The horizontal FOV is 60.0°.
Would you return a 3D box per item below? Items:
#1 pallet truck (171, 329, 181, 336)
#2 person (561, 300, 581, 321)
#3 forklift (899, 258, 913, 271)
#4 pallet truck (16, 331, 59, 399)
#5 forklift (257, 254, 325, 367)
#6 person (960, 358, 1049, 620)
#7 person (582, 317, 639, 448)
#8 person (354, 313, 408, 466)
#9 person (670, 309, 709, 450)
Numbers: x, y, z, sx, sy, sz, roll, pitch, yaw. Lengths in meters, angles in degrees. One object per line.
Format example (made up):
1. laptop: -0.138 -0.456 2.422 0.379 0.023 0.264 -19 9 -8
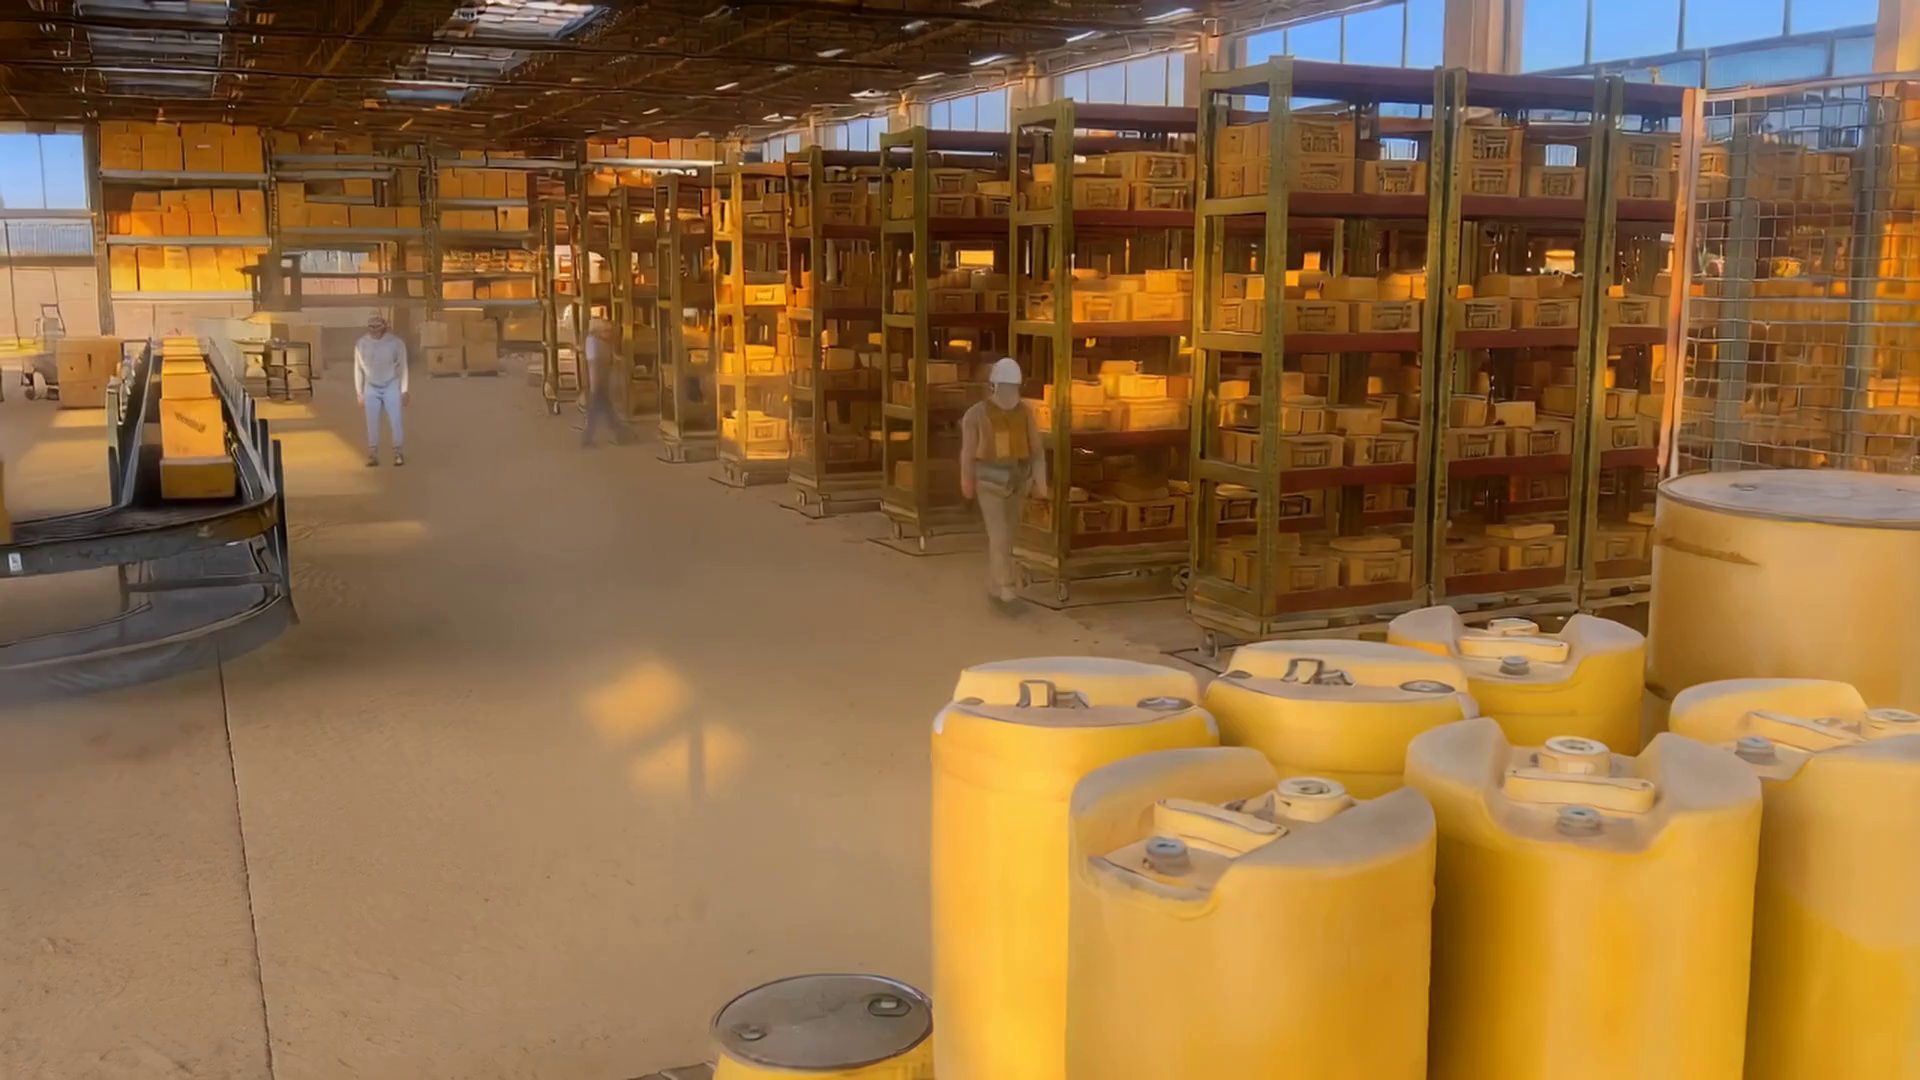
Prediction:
1. pallet truck: -17.275 -3.851 35.096 1.601 1.201 0.680 0 9 1
2. person: -9.420 -5.059 40.416 0.613 1.937 0.416 2 9 14
3. forklift: -1.341 -6.865 48.676 1.873 2.768 1.129 -9 13 -44
4. pallet truck: -17.082 -3.353 31.781 1.630 1.274 0.653 -4 10 -25
5. forklift: -16.221 -5.435 39.807 1.129 2.768 1.873 1 9 8
6. person: 0.374 -0.347 11.555 0.621 1.801 0.821 -5 10 -28
7. person: -4.784 -2.133 22.672 0.948 1.793 0.584 2 9 11
8. person: -7.204 -1.868 20.694 0.650 1.905 0.405 -1 9 -6
9. person: -3.660 -2.199 22.482 0.646 1.983 0.422 8 12 39
